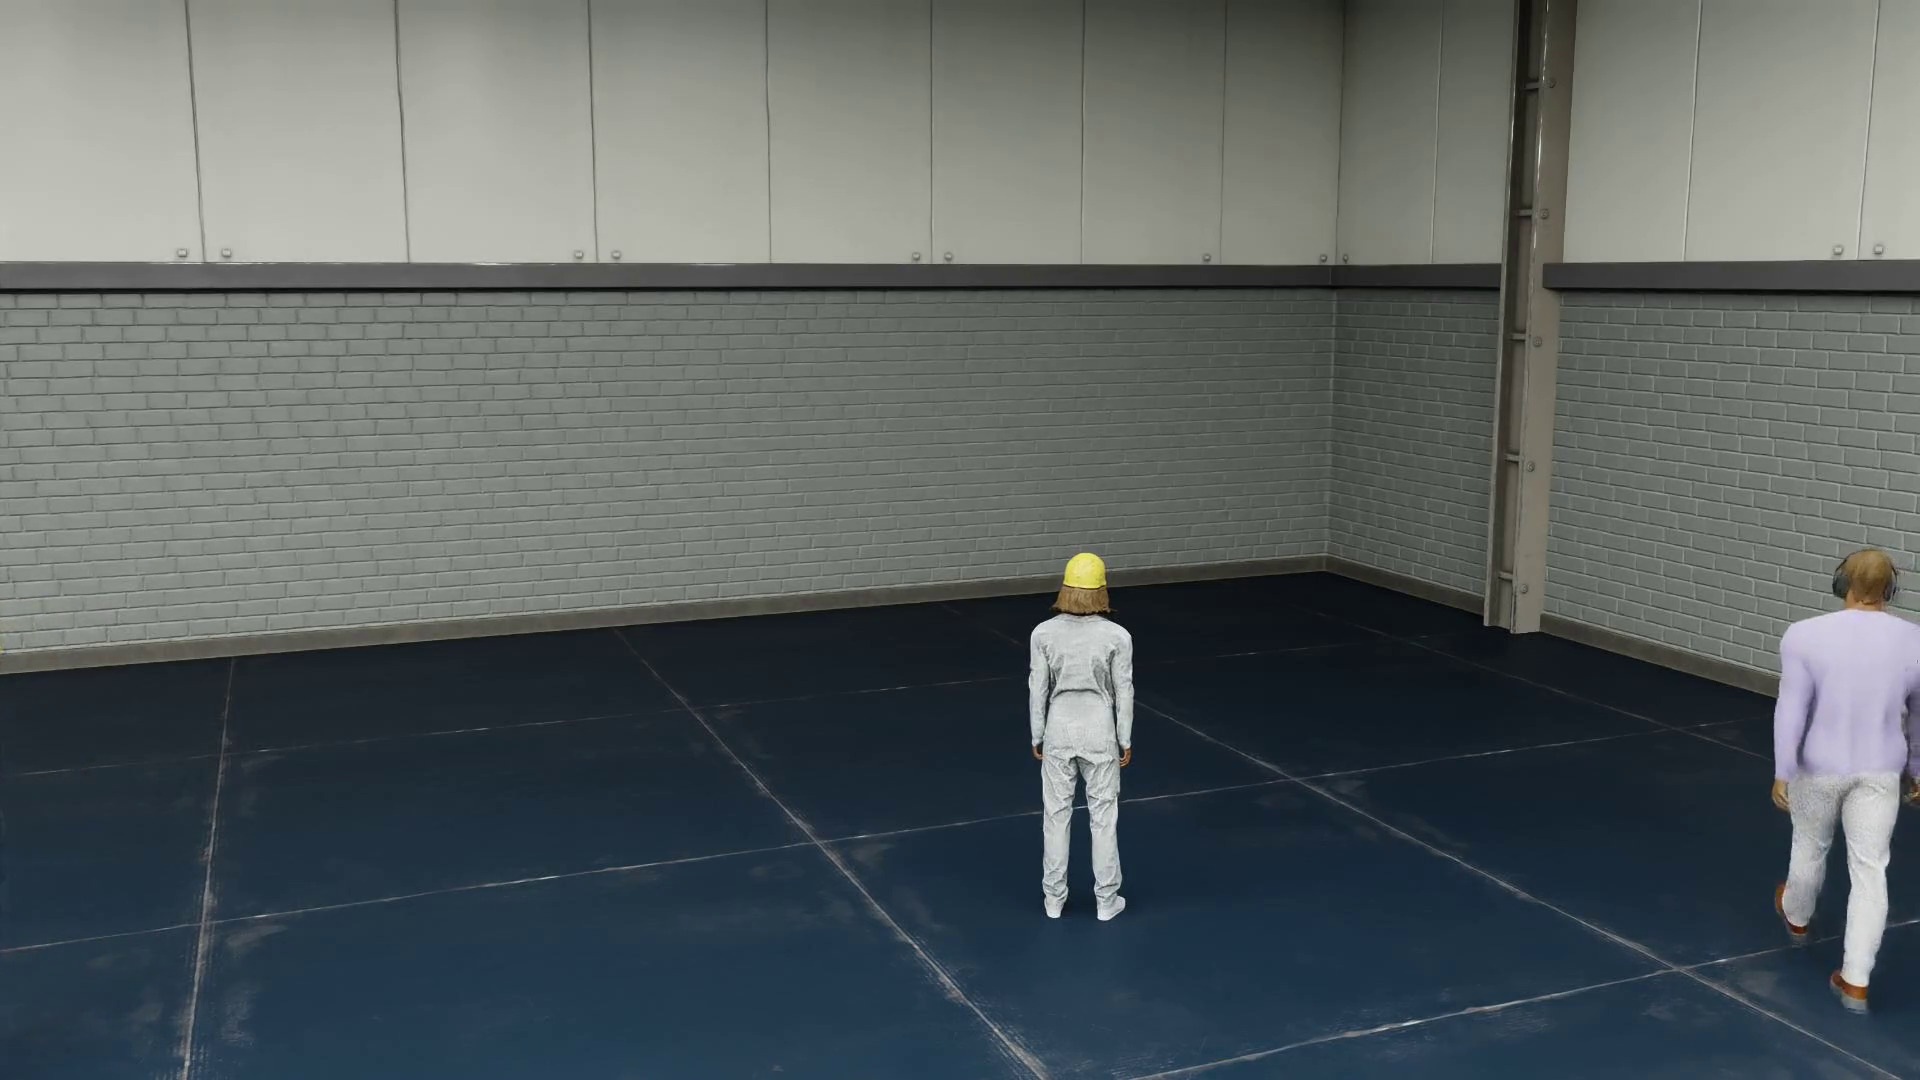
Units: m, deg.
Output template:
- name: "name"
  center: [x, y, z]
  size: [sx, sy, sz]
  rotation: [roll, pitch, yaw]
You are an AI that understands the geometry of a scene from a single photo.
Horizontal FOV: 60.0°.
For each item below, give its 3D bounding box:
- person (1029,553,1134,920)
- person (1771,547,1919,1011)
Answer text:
- name: "person"
  center: [0.574, 0.923, 7.853]
  size: [0.492, 1.742, 0.317]
  rotation: [2, 9, 11]
- name: "person"
  center: [3.825, 0.961, 7.158]
  size: [0.658, 1.881, 1.025]
  rotation: [3, 9, 16]
